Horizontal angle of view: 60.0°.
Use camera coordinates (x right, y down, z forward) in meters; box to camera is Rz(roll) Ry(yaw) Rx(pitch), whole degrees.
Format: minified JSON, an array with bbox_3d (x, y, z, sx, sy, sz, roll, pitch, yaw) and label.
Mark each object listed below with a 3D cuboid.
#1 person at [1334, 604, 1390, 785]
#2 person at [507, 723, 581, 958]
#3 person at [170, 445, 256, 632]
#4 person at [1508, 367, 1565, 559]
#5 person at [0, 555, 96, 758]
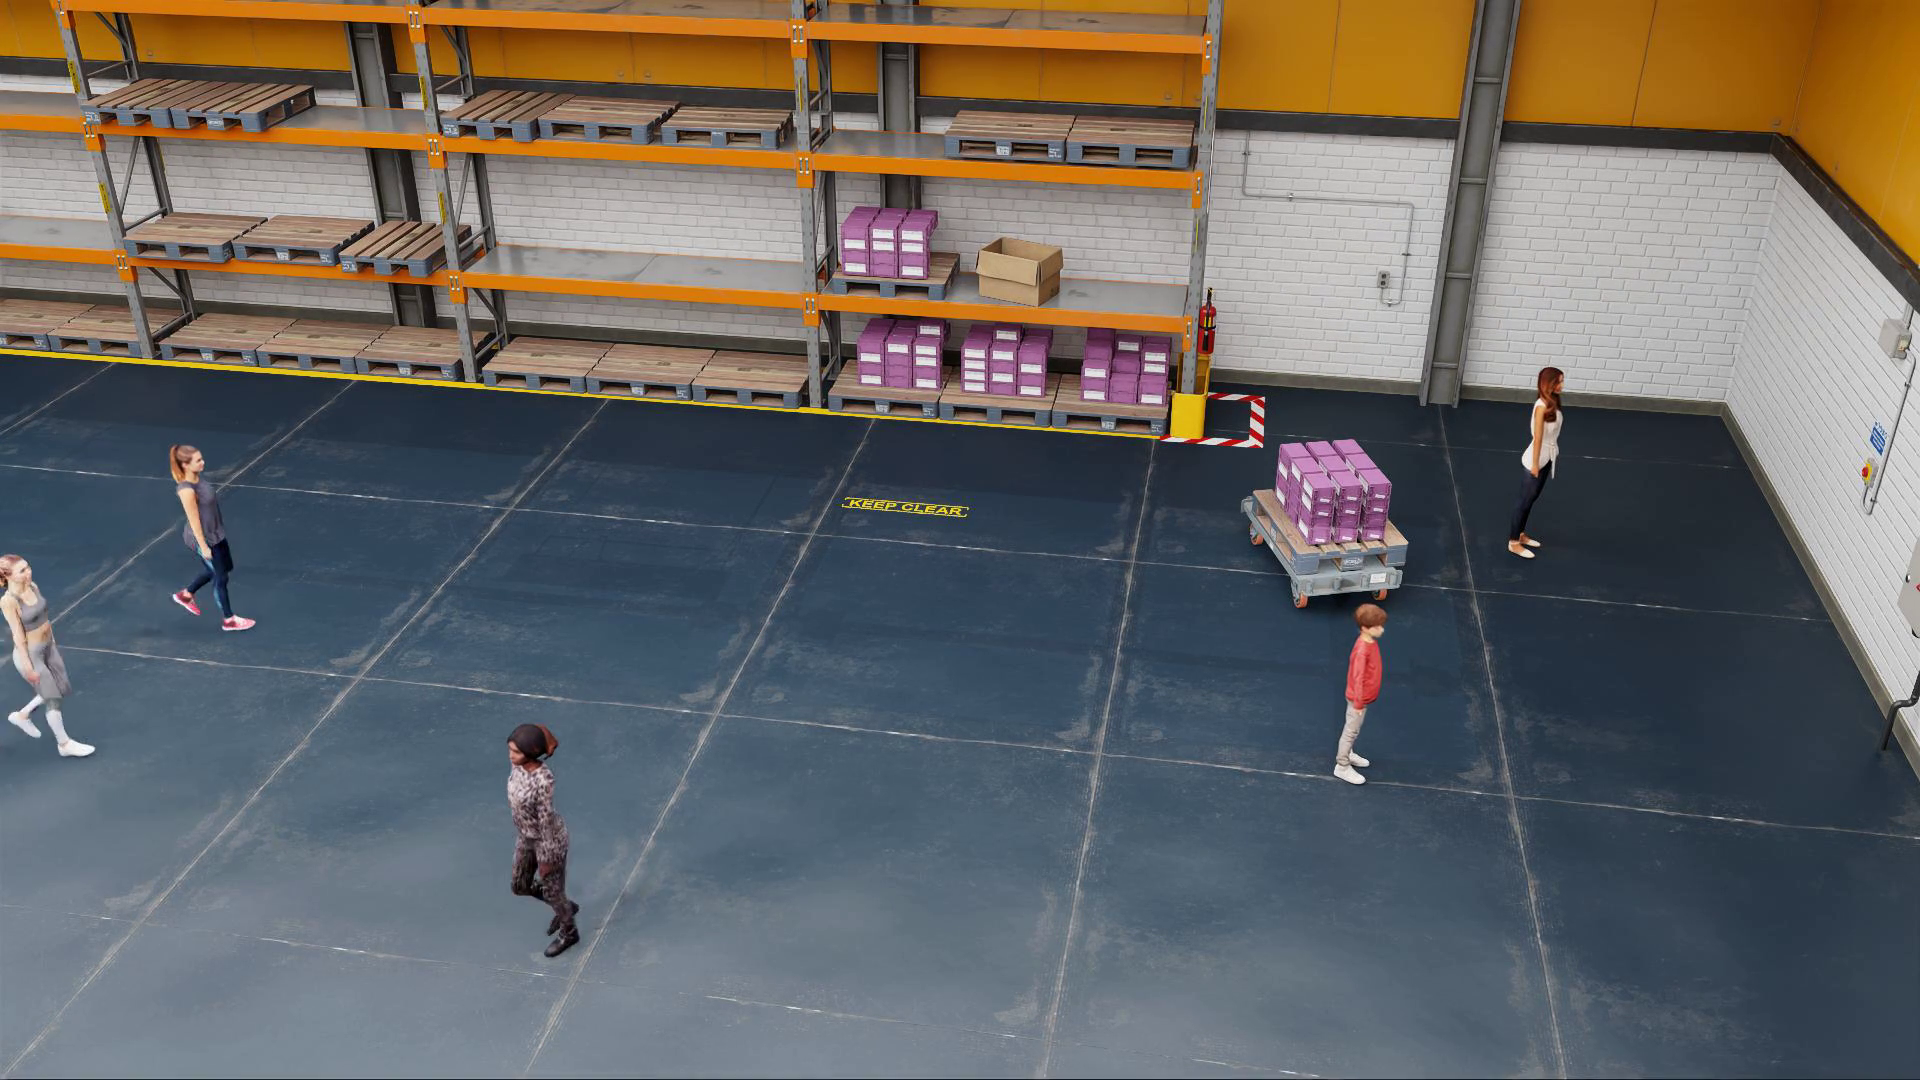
[{"bbox_3d":[2.886,1.084,12.008,0.523,1.417,0.558,11,31,19],"label":"person"},{"bbox_3d":[-2.515,1.839,10.327,0.722,1.702,0.783,24,37,37],"label":"person"},{"bbox_3d":[-6.275,0.008,13.675,0.922,1.710,0.720,-4,29,-7],"label":"person"},{"bbox_3d":[5.172,-0.718,14.927,0.659,1.785,0.664,18,34,30],"label":"person"},{"bbox_3d":[-6.819,0.858,12.138,0.882,1.689,0.643,0,29,1],"label":"person"}]
